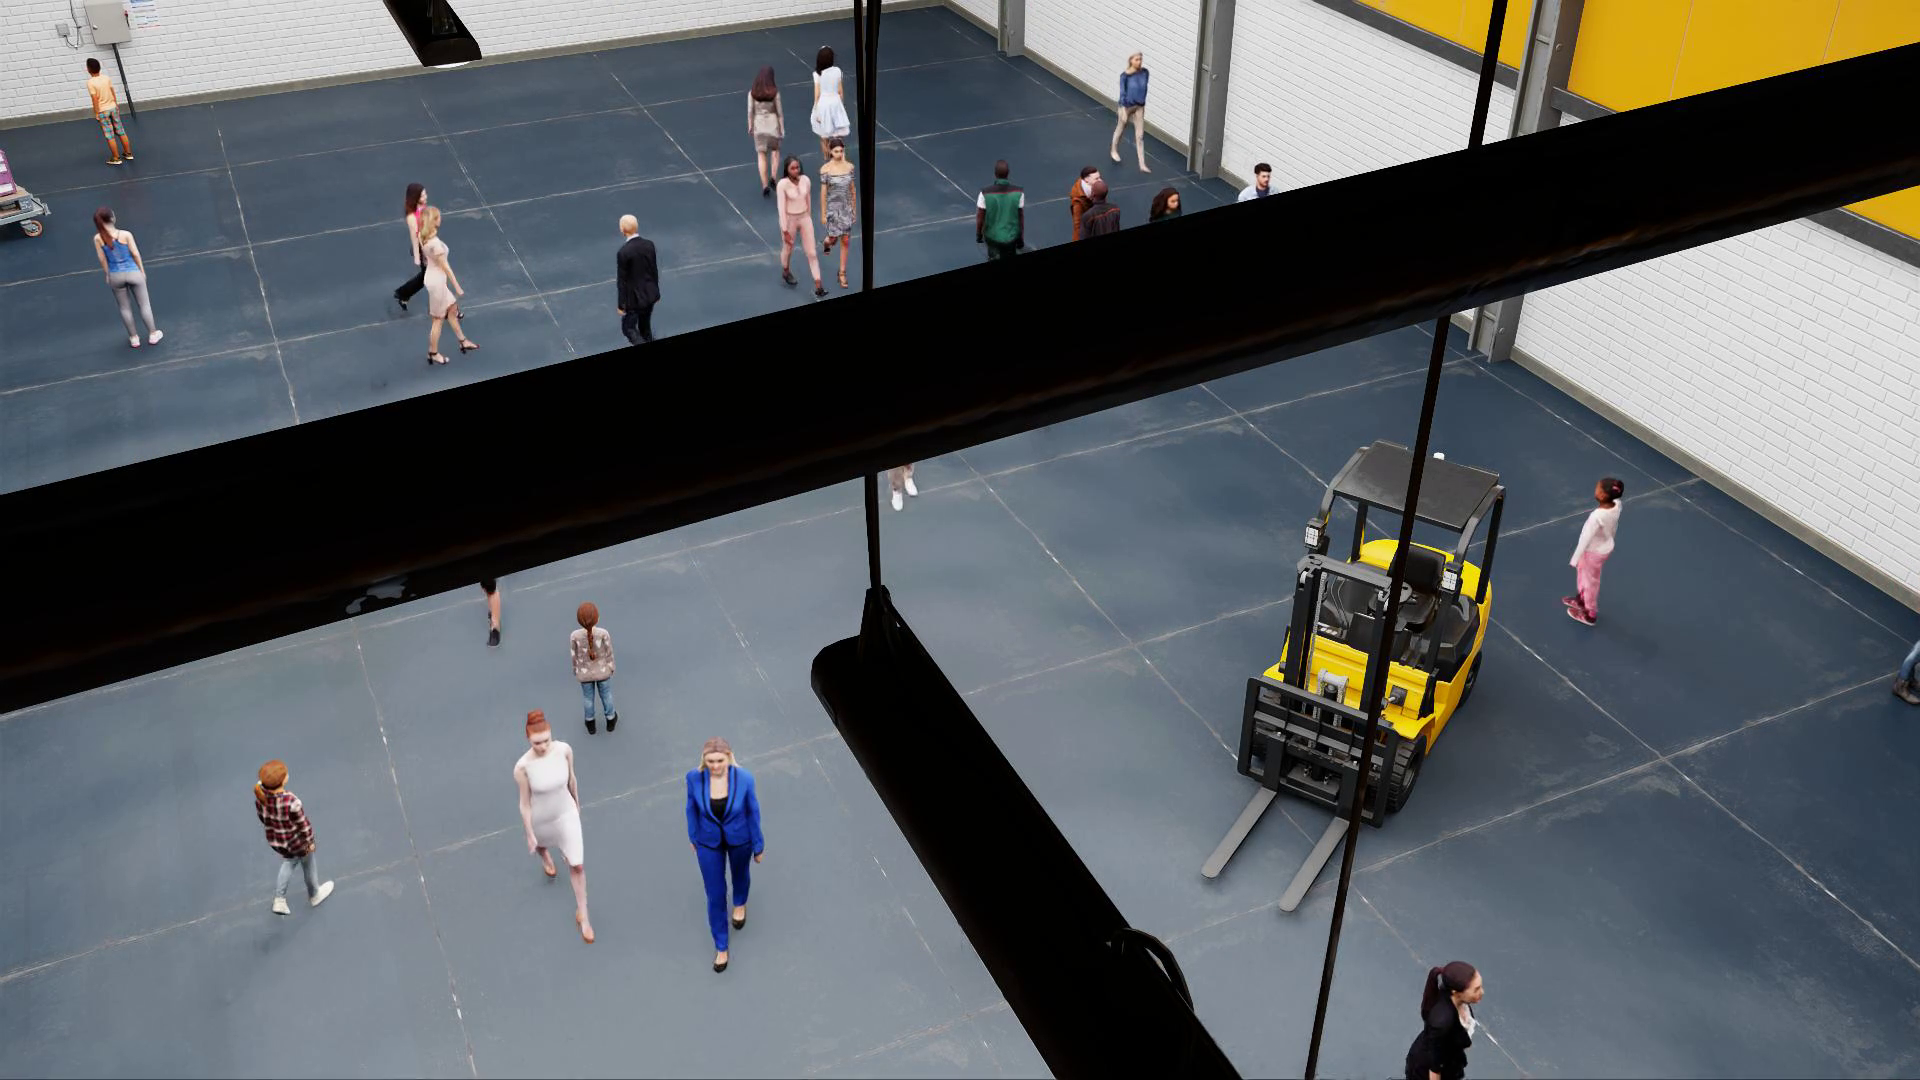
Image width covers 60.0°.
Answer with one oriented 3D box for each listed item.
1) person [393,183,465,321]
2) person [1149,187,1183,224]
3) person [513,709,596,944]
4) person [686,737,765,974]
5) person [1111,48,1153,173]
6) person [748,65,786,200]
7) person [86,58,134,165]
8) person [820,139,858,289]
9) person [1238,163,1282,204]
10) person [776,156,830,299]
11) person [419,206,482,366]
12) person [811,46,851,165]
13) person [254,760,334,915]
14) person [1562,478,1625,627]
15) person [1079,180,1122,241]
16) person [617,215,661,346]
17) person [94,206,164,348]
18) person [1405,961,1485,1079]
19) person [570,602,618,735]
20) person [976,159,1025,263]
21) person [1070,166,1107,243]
[{"bbox_3d":[-6.133,-3.240,18.839,0.908,1.635,1.045,0,34,-1],"label":"person"},{"bbox_3d":[2.286,-3.276,18.939,0.726,1.583,1.134,-22,40,-30],"label":"person"},{"bbox_3d":[-2.766,1.815,11.132,0.633,1.748,1.143,-18,38,-25],"label":"person"},{"bbox_3d":[-1.546,1.926,11.026,0.838,1.679,1.038,-3,34,-5],"label":"person"},{"bbox_3d":[2.306,-5.921,22.865,0.606,1.643,1.133,-14,36,-20],"label":"person"},{"bbox_3d":[-2.541,-5.339,21.926,0.778,1.713,0.824,-4,34,-6],"label":"person"},{"bbox_3d":[-11.849,-5.967,23.098,0.644,1.461,0.608,17,37,24],"label":"person"},{"bbox_3d":[-1.471,-3.895,19.672,0.591,1.803,0.864,-14,36,-20],"label":"person"},{"bbox_3d":[3.347,-3.488,19.069,0.769,1.793,0.912,-10,35,-14],"label":"person"},{"bbox_3d":[-1.978,-3.689,19.486,0.747,1.666,1.203,-21,39,-28],"label":"person"},{"bbox_3d":[-5.693,-2.684,17.848,0.719,1.806,0.814,-21,39,-28],"label":"person"},{"bbox_3d":[-1.717,-5.684,22.384,0.733,1.780,1.195,-9,35,-14],"label":"person"},{"bbox_3d":[-4.559,2.035,11.207,0.744,1.298,0.812,10,35,14],"label":"person"},{"bbox_3d":[5.418,0.102,13.988,0.662,1.438,0.689,-28,43,-35],"label":"person"},{"bbox_3d":[1.539,-3.122,18.495,0.708,1.819,0.614,-18,38,-25],"label":"person"},{"bbox_3d":[-3.350,-2.546,17.668,0.944,1.776,0.883,22,39,29],"label":"person"},{"bbox_3d":[-9.219,-2.910,18.365,0.588,1.609,0.570,-10,35,-14],"label":"person"},{"bbox_3d":[2.624,2.964,9.490,0.866,1.651,0.794,17,37,24],"label":"person"},{"bbox_3d":[-2.841,0.992,12.870,0.515,1.195,0.522,-7,34,-10],"label":"person"},{"bbox_3d":[0.482,-3.387,18.893,0.824,1.819,0.924,-4,34,-6],"label":"person"},{"bbox_3d":[1.427,-3.348,18.817,0.901,1.838,0.851,14,36,21],"label":"person"}]
